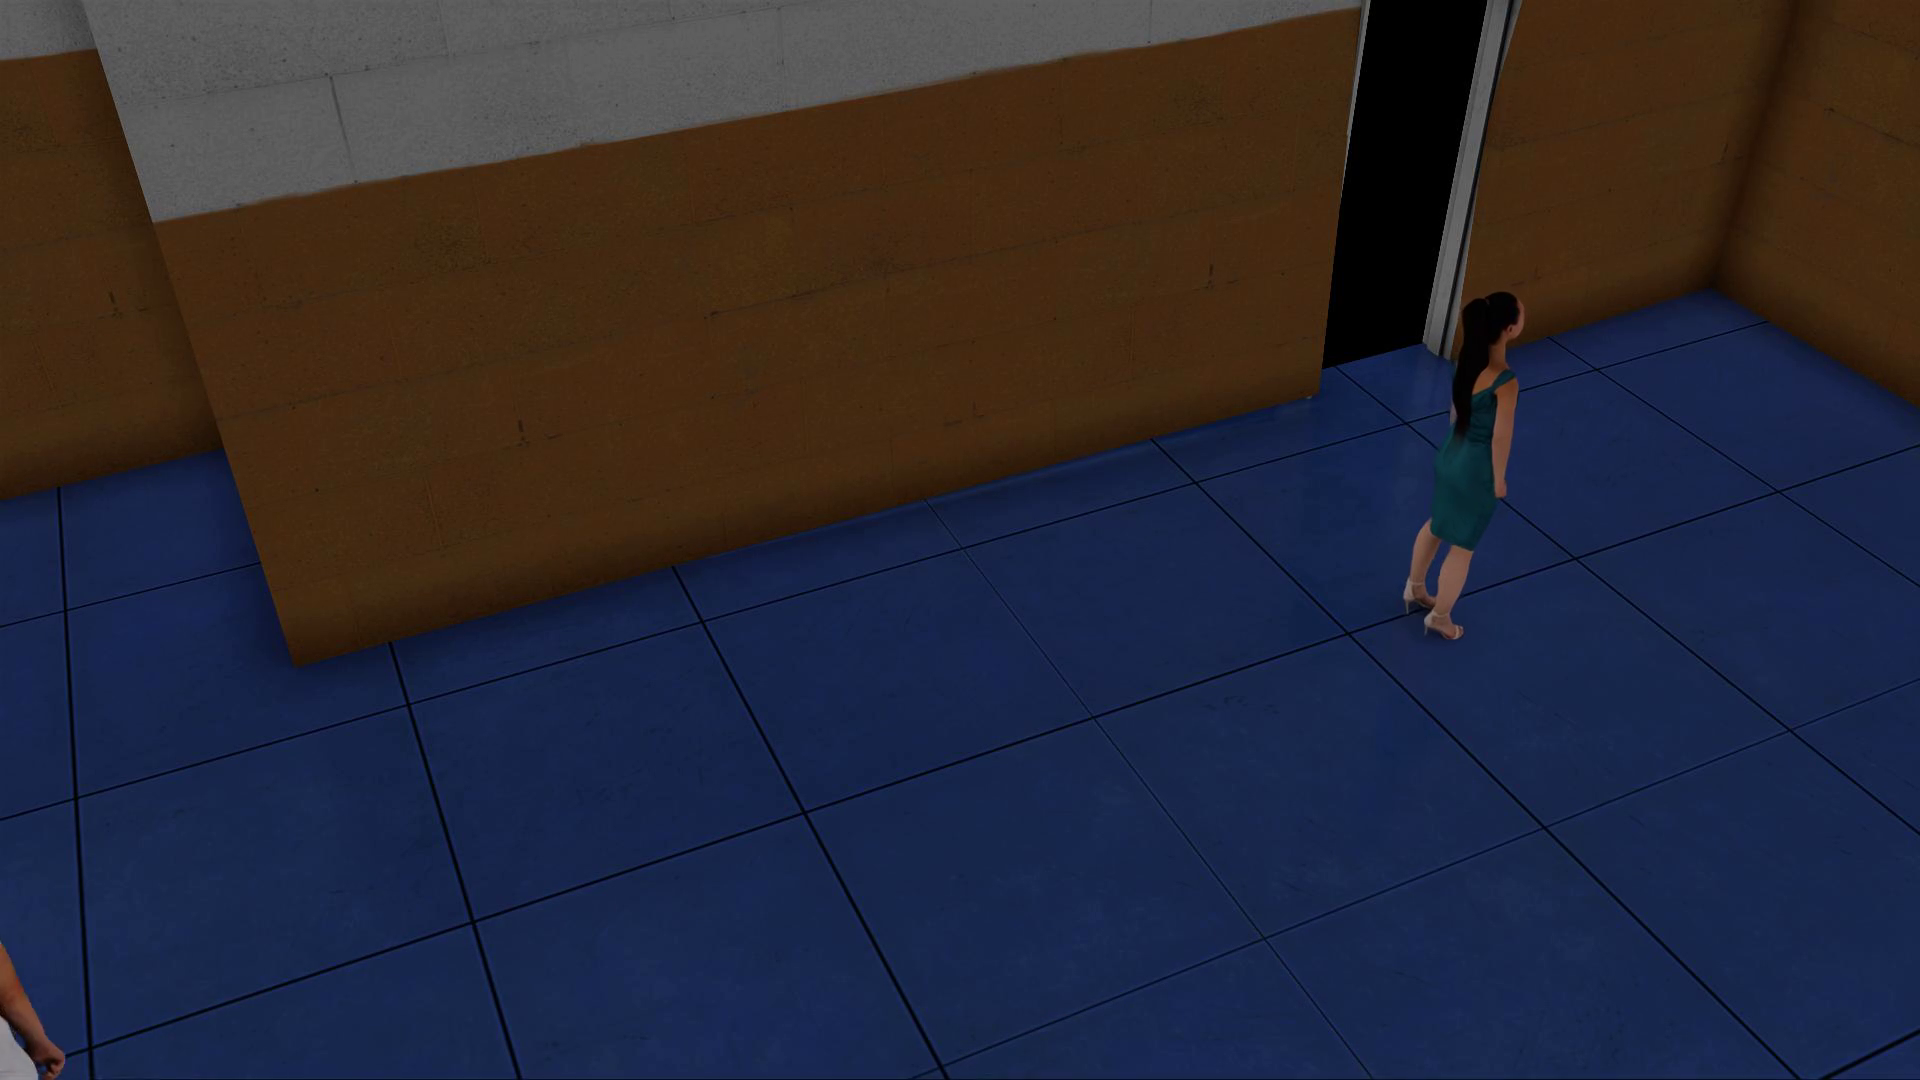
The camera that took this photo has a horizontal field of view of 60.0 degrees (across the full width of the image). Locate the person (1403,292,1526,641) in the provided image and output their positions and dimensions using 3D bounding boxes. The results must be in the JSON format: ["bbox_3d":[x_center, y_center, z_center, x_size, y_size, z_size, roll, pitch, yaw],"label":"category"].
[{"bbox_3d":[2.191,-0.312,7.214,0.614,1.681,0.451,-10,38,-13],"label":"person"}]
